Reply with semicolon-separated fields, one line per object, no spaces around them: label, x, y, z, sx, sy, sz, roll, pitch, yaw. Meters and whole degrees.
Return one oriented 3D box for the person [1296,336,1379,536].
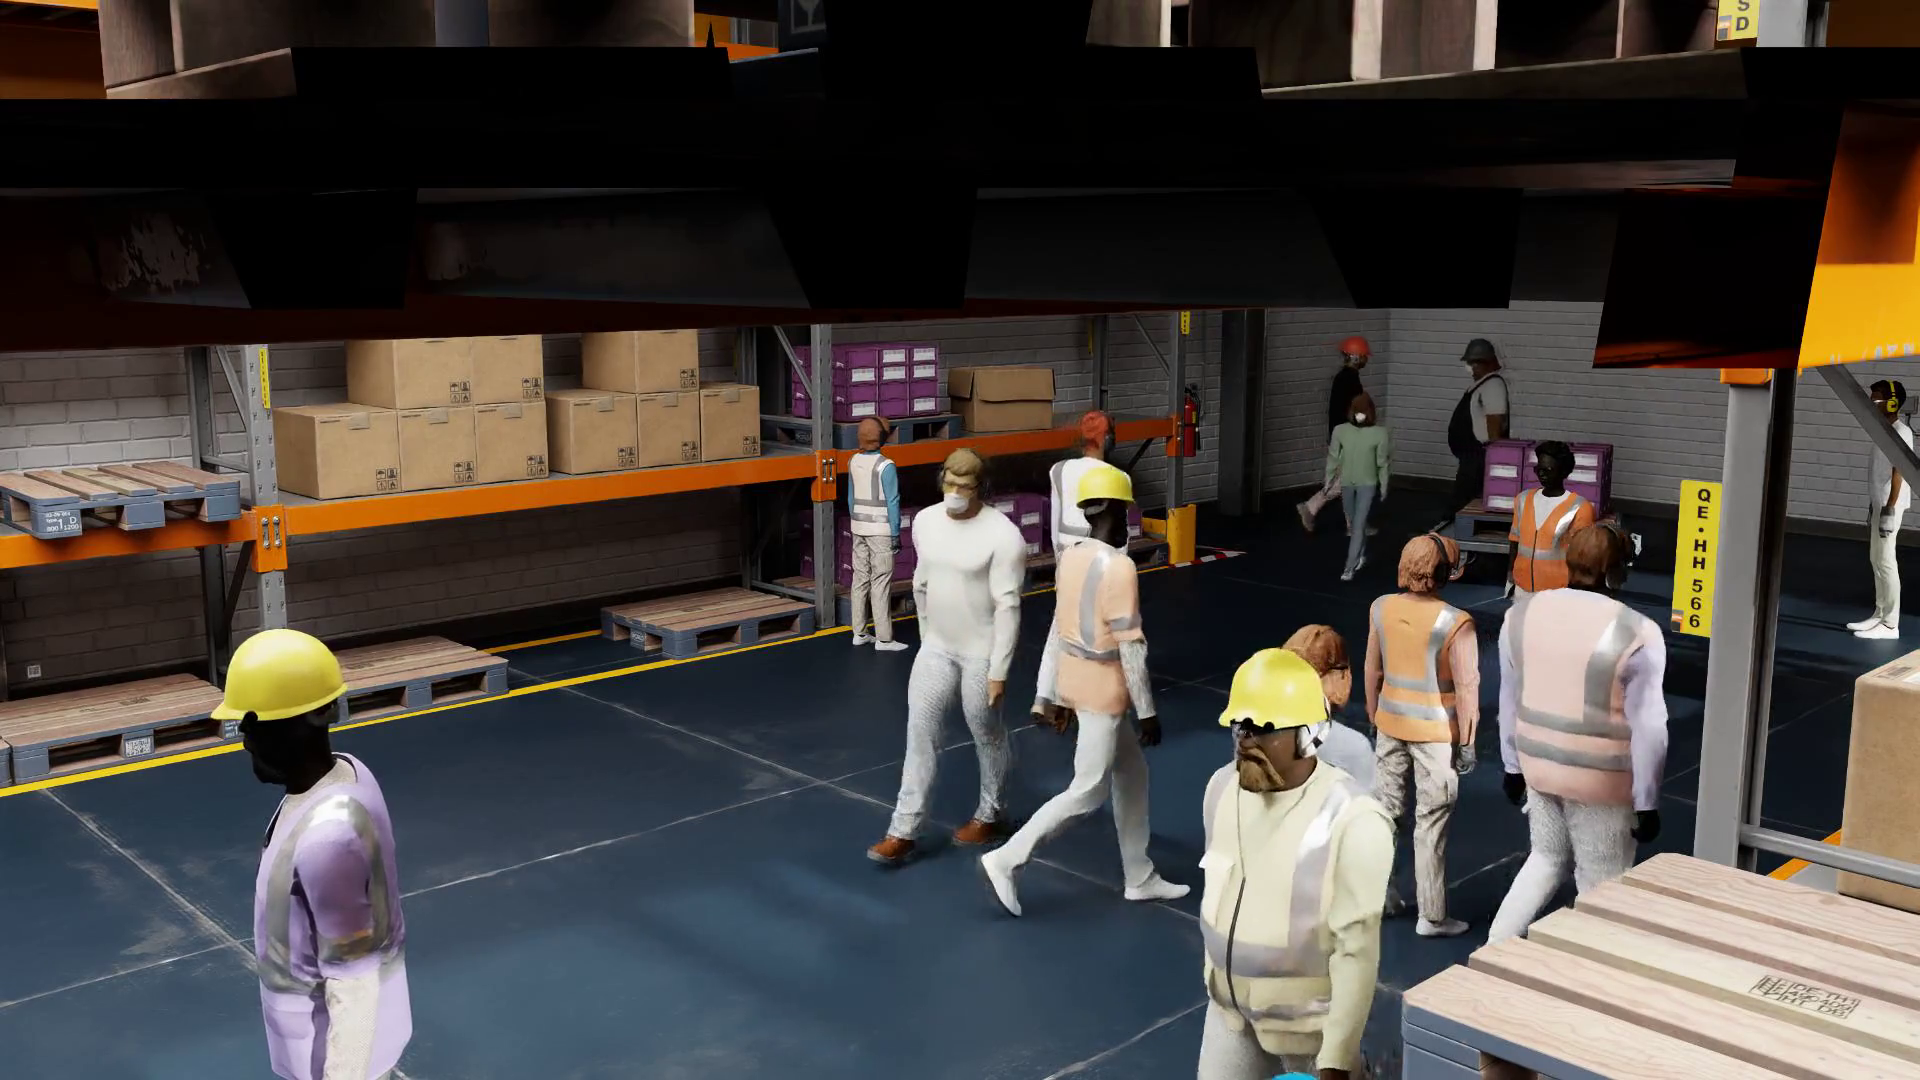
person;3.706;-0.997;16.156;0.757;1.974;0.634;0;10;3

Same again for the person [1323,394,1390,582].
person;3.414;-0.470;14.230;0.503;1.584;0.891;6;11;32

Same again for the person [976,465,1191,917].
person;0.514;0.631;6.927;0.886;1.876;0.610;-2;10;-12

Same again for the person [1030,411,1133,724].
person;0.730;0.160;9.790;0.579;1.845;0.954;6;12;33

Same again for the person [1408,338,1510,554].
person;4.653;-0.869;15.227;1.009;2.000;0.708;2;10;13

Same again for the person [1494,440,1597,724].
person;3.369;0.271;9.561;0.318;1.697;0.535;-8;12;-39

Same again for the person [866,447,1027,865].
person;-0.041;0.536;7.417;0.650;1.896;0.936;8;12;38

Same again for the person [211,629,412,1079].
person;-1.446;1.142;3.790;0.376;1.922;0.594;-4;10;-22

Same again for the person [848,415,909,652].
person;-0.592;-0.042;11.546;0.309;1.645;0.515;-9;13;-41

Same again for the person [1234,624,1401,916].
person;1.087;1.055;5.189;0.356;1.623;0.508;-7;12;-35

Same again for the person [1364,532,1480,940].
person;1.854;0.786;6.711;0.305;1.639;0.522;-8;12;-38

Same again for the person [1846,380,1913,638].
person;6.641;-0.216;11.965;0.323;1.855;0.510;3;10;16

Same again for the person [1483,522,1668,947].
person;2.153;0.845;5.847;0.526;1.829;0.632;-6;11;-31

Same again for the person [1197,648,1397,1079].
person;0.863;1.139;4.206;0.888;1.802;0.600;-8;12;-38
